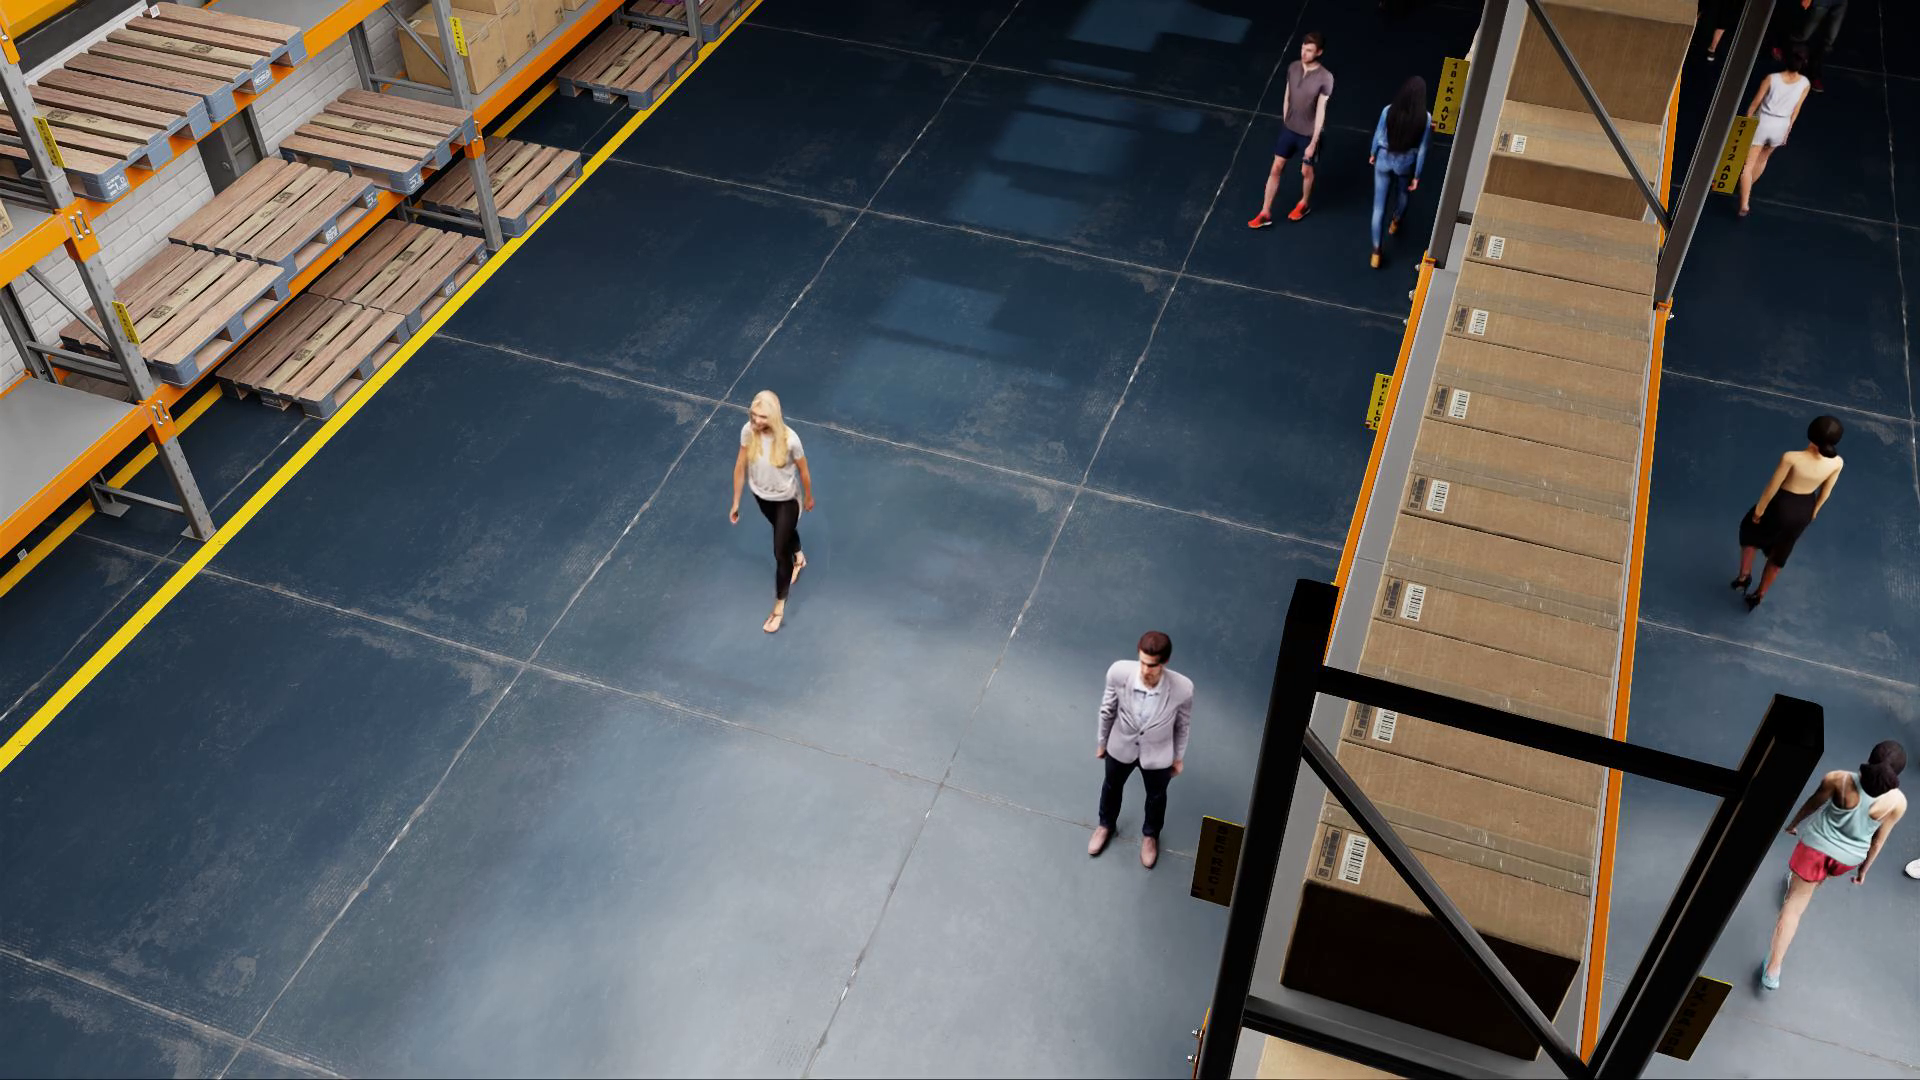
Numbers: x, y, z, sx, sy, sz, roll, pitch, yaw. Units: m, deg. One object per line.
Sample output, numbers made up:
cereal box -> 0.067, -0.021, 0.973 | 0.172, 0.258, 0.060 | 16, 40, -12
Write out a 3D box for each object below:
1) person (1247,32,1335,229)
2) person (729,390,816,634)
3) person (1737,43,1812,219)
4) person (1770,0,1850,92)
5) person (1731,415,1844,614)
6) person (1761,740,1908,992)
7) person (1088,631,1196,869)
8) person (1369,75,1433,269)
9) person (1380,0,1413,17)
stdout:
person -> 3.077, -3.617, 14.624 | 0.897, 1.826, 1.095 | 32, 52, 29
person -> -1.189, -0.346, 11.211 | 0.640, 1.797, 1.028 | 17, 46, 18
person -> 7.196, -3.619, 14.803 | 0.660, 1.582, 1.035 | 8, 44, 9
person -> 8.579, -5.415, 16.544 | 1.010, 1.782, 1.160 | -11, 45, -11
person -> 5.513, -0.120, 11.086 | 0.647, 1.642, 0.685 | 6, 44, 6
person -> 4.717, 1.757, 9.059 | 0.716, 1.721, 1.220 | 21, 47, 21
person -> 1.053, 1.172, 9.578 | 0.661, 1.852, 0.560 | 13, 45, 14
person -> 3.699, -3.105, 14.191 | 0.651, 1.683, 1.049 | 11, 45, 11
person -> 4.763, -6.284, 17.552 | 0.662, 1.649, 0.790 | 23, 48, 22
